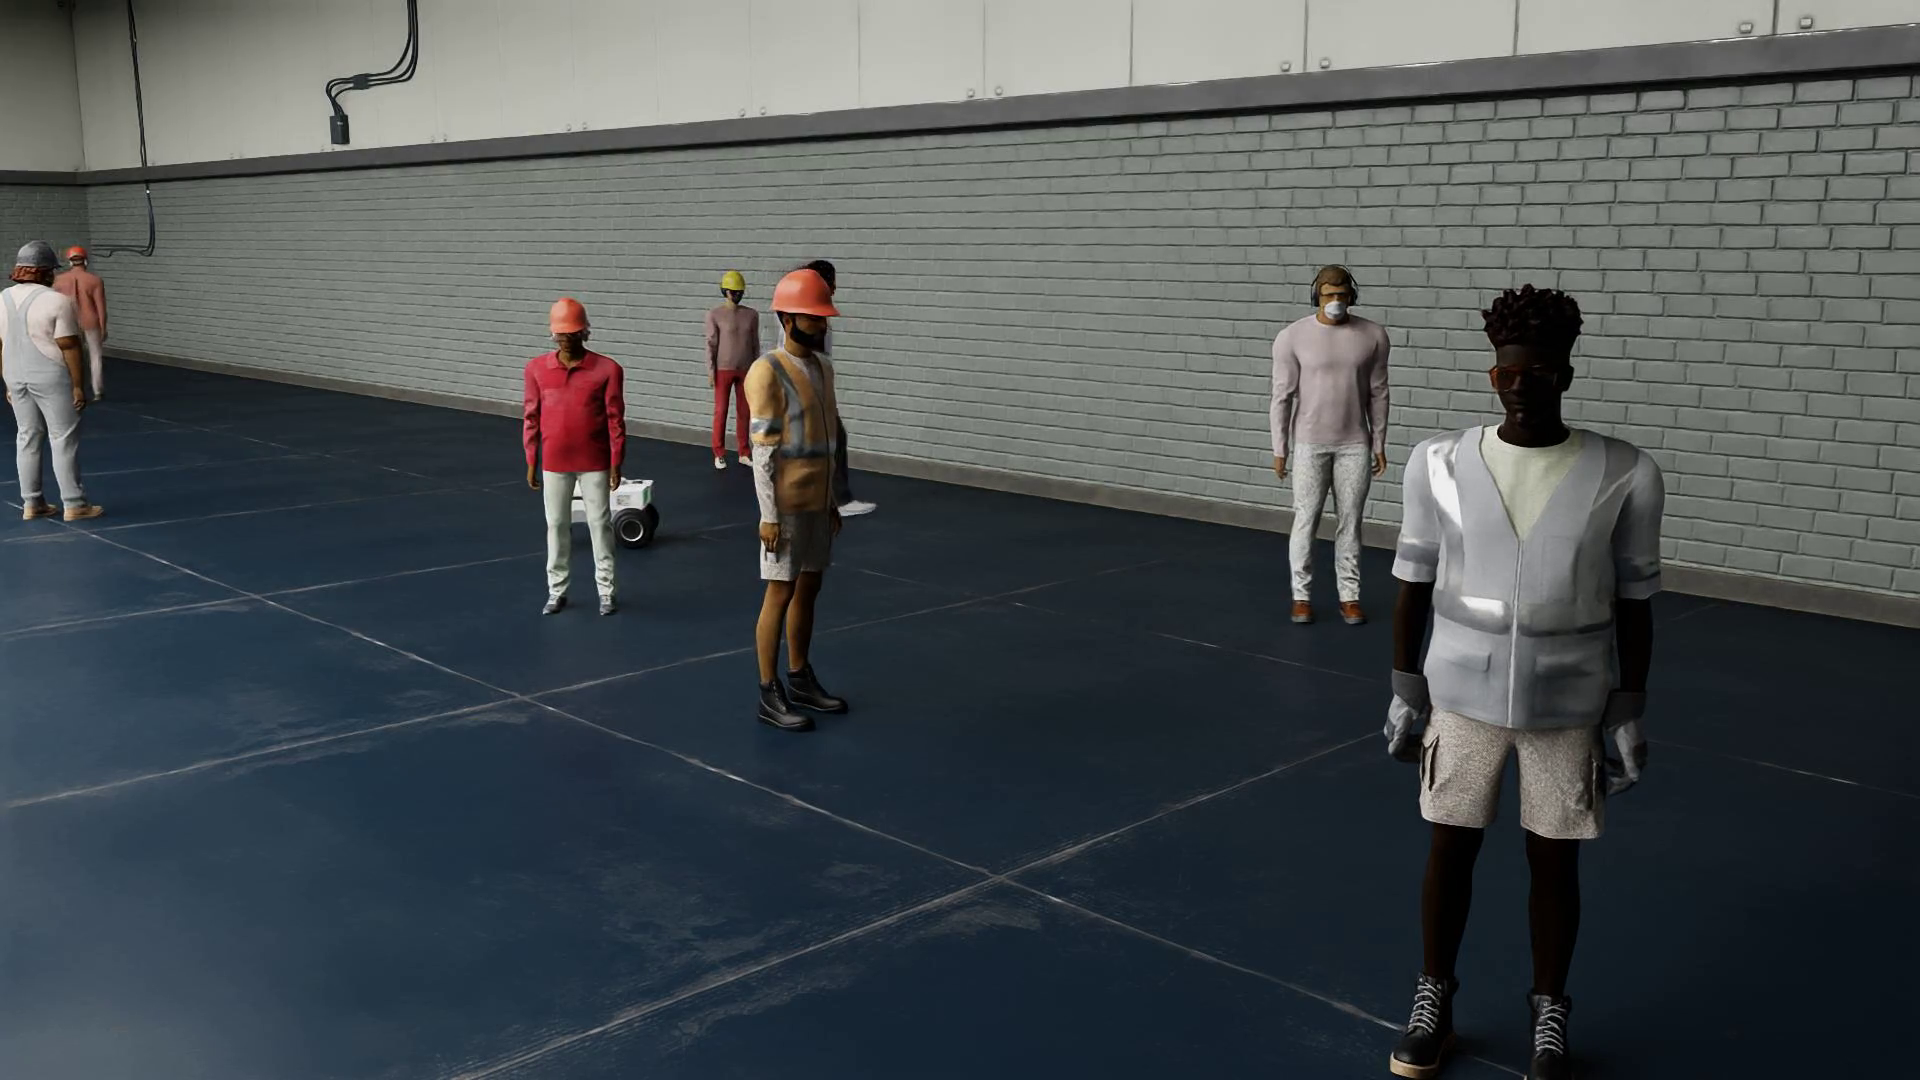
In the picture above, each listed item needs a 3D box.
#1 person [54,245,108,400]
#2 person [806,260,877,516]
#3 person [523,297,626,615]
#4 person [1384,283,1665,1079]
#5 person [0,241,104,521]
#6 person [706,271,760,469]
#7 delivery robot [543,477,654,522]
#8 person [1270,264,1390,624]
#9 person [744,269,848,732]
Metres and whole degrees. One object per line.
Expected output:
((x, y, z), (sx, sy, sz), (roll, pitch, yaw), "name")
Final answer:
((-10.988, -2.692, 20.753), (0.627, 1.962, 0.756), (-1, 10, -8), "person")
((-0.967, -1.107, 12.282), (0.786, 1.890, 0.632), (-3, 11, -18), "person")
((-2.113, -0.448, 9.097), (0.566, 1.743, 0.347), (0, 10, 0), "person")
((1.336, 0.374, 4.004), (0.616, 1.964, 0.361), (4, 11, 23), "person")
((-6.676, -1.164, 12.193), (0.684, 2.000, 0.535), (2, 11, 13), "person")
((-2.009, -1.515, 14.861), (0.534, 1.765, 0.324), (-7, 12, -33), "person")
((-2.424, -0.281, 11.177), (0.707, 0.478, 0.477), (-1, 10, -5), "delivery robot")
((1.975, -0.503, 8.910), (0.636, 1.928, 0.385), (0, 10, -2), "person")
((-0.661, -0.169, 7.051), (0.375, 1.935, 0.551), (5, 12, 27), "person")
